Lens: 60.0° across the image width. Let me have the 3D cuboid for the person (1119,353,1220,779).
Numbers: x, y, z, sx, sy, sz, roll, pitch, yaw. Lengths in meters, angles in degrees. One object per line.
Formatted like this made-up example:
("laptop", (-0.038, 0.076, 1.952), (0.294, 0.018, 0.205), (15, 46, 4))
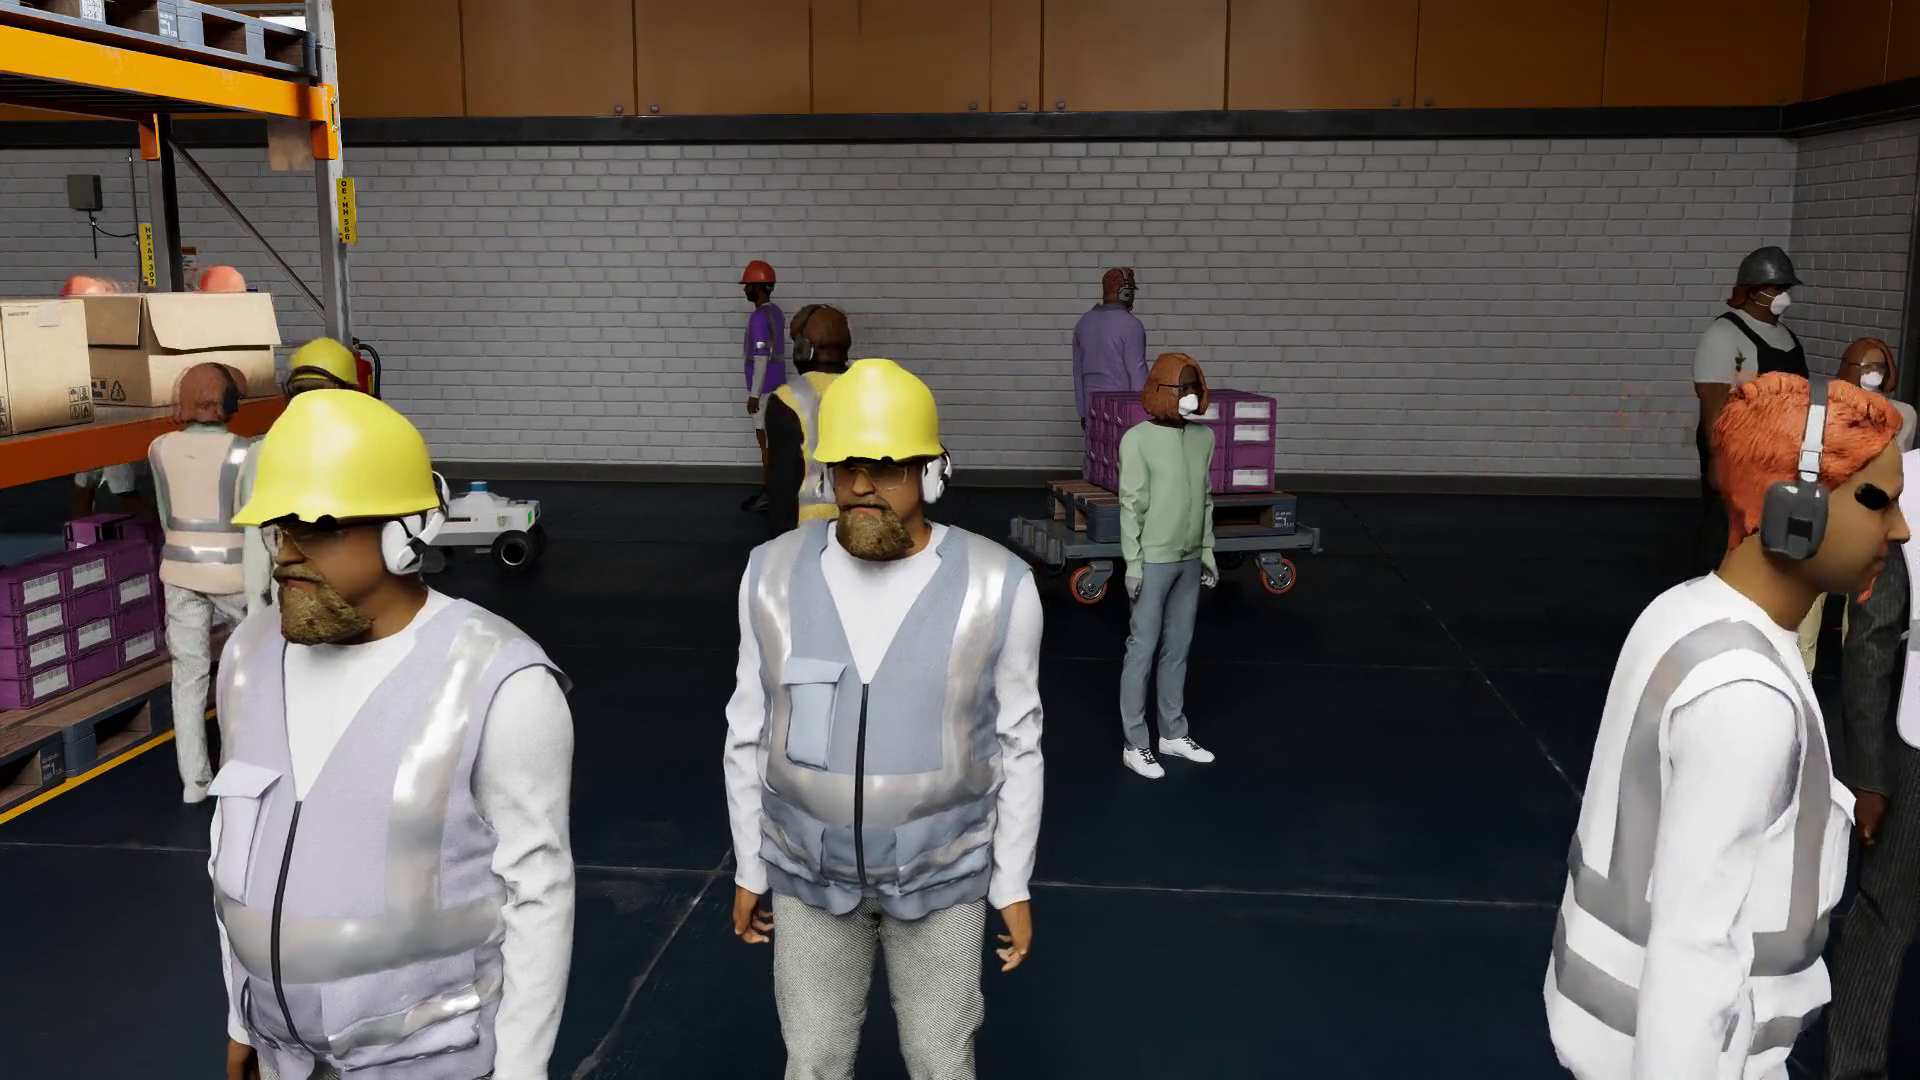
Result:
("person", (0.814, 0.091, 6.455), (0.501, 1.633, 0.279), (-9, 13, -41))

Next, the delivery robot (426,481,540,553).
("delivery robot", (-3.035, -0.128, 10.528), (0.707, 0.478, 0.477), (-1, 10, -6))

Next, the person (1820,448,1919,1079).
("person", (2.135, 0.462, 3.538), (0.587, 1.913, 0.397), (-1, 10, -7))

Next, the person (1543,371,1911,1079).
("person", (1.007, 0.705, 2.267), (0.412, 1.867, 0.597), (3, 10, 16))

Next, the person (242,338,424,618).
("person", (-2.068, 0.198, 5.567), (0.536, 1.731, 0.766), (2, 10, 12))

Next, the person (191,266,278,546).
("person", (-4.314, -0.621, 9.698), (1.073, 1.925, 0.624), (-5, 11, -25))

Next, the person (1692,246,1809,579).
("person", (4.045, -0.457, 8.428), (0.676, 2.000, 0.536), (-7, 12, -35))

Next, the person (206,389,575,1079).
("person", (-0.844, 0.696, 2.421), (0.590, 1.833, 0.404), (3, 10, 19))

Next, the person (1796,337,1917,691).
("person", (4.022, -0.095, 7.514), (0.500, 1.636, 0.279), (1, 10, 6))

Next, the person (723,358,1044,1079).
("person", (-0.145, 0.589, 3.032), (0.588, 1.835, 0.403), (1, 10, 7))

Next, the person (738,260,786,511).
("person", (-1.541, -1.196, 12.951), (0.354, 1.939, 0.544), (1, 10, 7))

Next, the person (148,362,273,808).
("person", (-2.728, 0.144, 6.235), (0.517, 1.607, 0.748), (1, 10, 8))

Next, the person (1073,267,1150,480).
("person", (1.042, -0.856, 11.100), (0.402, 1.906, 0.652), (-7, 12, -36))

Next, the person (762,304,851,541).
("person", (-0.575, 0.020, 6.332), (0.703, 1.817, 0.649), (9, 14, 43))

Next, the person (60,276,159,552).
("person", (-5.081, -0.624, 9.908), (0.949, 1.885, 0.540), (-5, 11, -26))
